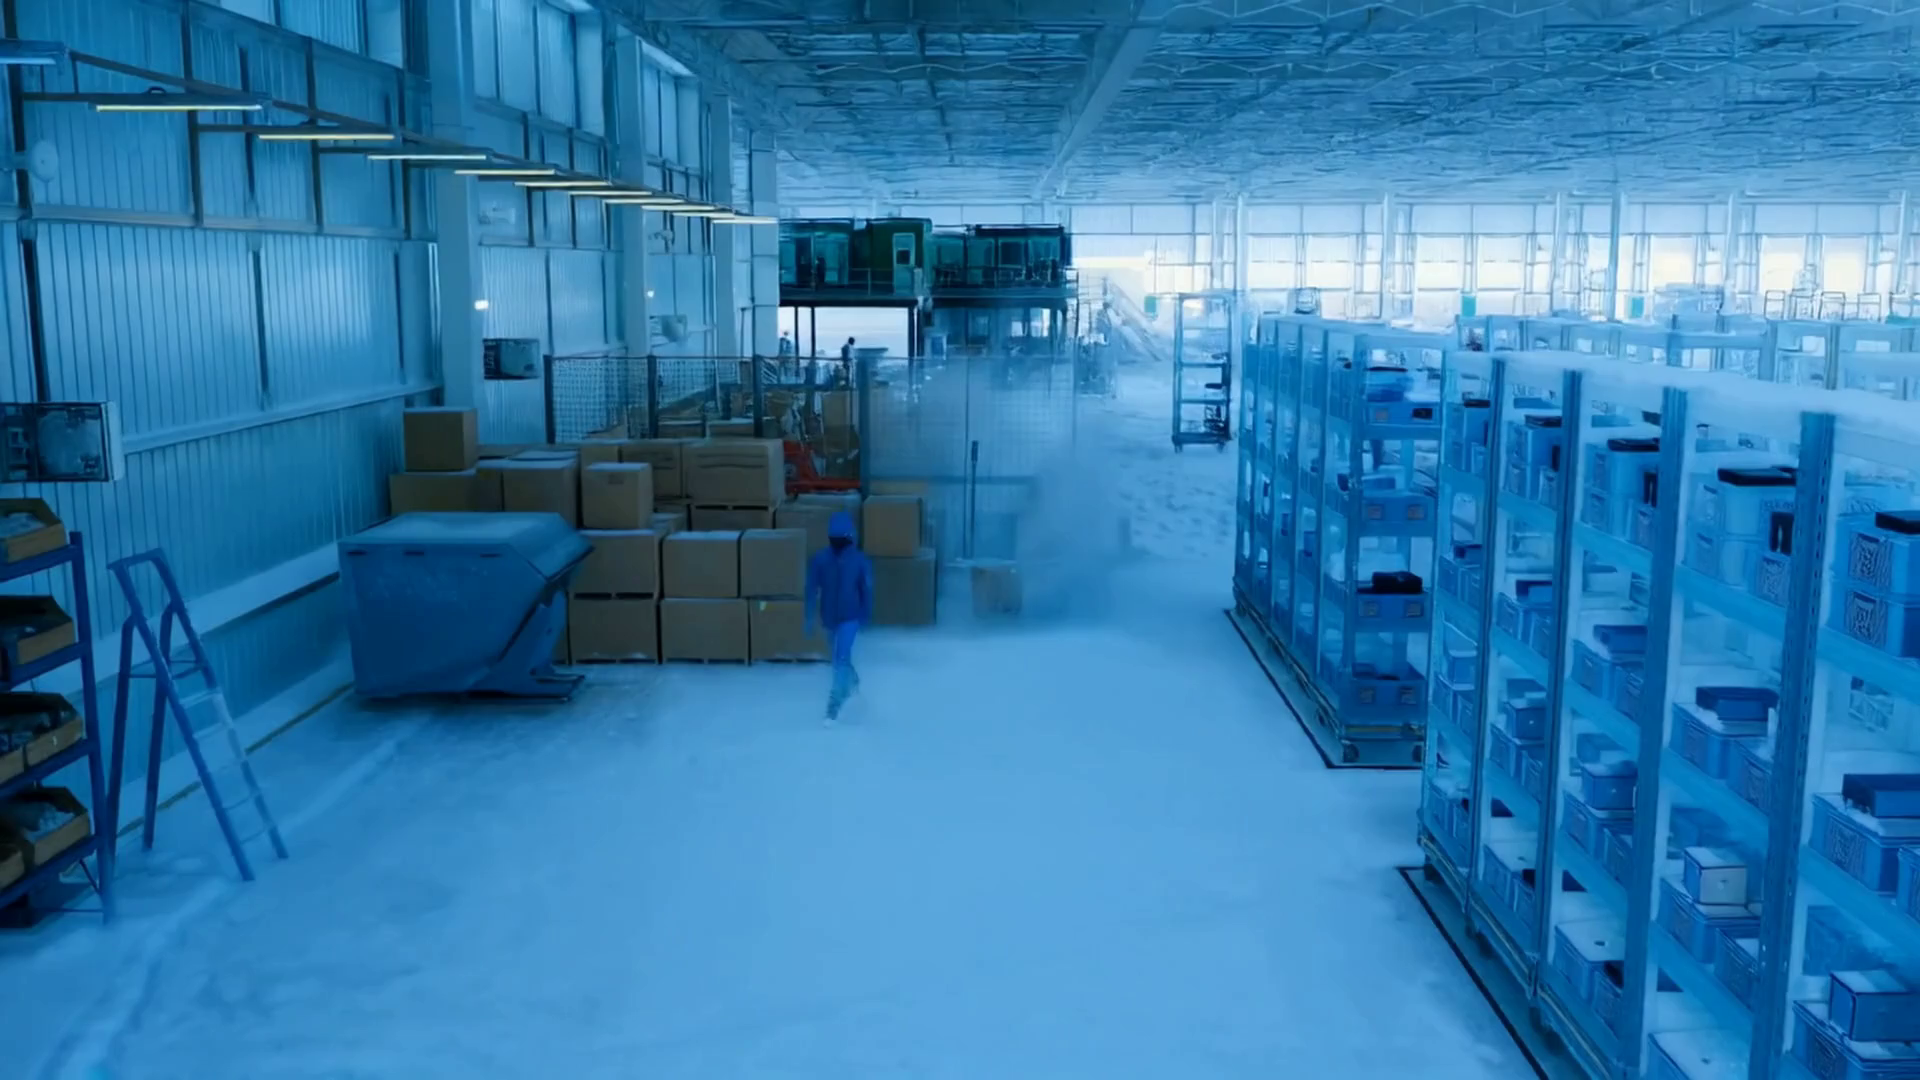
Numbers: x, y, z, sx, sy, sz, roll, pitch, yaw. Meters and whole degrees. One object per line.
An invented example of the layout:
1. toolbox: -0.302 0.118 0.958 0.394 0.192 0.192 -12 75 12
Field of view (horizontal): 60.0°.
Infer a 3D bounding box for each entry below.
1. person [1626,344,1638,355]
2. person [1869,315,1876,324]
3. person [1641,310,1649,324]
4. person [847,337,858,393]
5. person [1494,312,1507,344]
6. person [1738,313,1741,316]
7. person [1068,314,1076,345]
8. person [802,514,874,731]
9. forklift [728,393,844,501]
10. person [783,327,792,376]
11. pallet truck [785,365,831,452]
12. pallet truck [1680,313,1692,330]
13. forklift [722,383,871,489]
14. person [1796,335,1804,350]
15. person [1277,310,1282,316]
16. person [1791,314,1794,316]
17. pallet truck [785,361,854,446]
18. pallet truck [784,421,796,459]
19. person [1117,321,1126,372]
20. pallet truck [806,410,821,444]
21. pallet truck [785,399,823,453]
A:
1. person: 25.002 -6.981 62.212 0.988 2.000 0.708 2 9 14
2. person: 49.121 -11.263 89.543 0.295 1.744 0.484 0 9 1
3. person: 36.680 -11.319 89.128 0.387 1.989 0.608 0 9 1
4. person: -3.617 -5.858 55.772 0.356 1.883 0.573 0 9 1
5. person: 29.094 -11.345 89.694 1.030 1.869 0.570 5 10 26
6. person: 40.981 -11.010 87.591 0.329 1.872 0.508 0 9 1
7. person: 6.076 -11.546 91.301 0.870 1.723 0.553 -4 10 -24
8. person: -1.078 0.694 15.210 0.595 1.940 1.052 4 10 23
9. forklift: -2.979 -1.316 26.476 2.680 1.987 1.157 0 9 1
10. person: -6.710 -7.288 64.441 0.366 1.931 0.542 0 9 1
11. pallet truck: -3.774 -2.976 37.635 1.885 1.965 0.823 1 9 5
12. pallet truck: 36.315 -10.531 84.244 0.823 1.965 1.885 -6 11 -33
13. forklift: -2.893 -1.687 28.729 2.680 1.987 1.157 0 9 -1
14. person: 33.641 -7.530 66.655 0.319 1.696 0.532 0 9 1
15. person: 17.285 -11.492 90.175 0.377 1.995 0.608 0 9 1
16. person: 44.480 -11.166 88.772 0.936 1.794 0.516 6 11 31
17. pallet truck: -3.410 -3.193 38.978 1.885 1.965 0.823 0 9 -1
18. pallet truck: -4.013 -1.793 32.705 1.601 1.201 0.680 0 9 1
19. person: 6.597 -7.878 67.739 0.374 2.044 0.606 0 9 1
20. pallet truck: -3.559 -2.018 33.905 1.522 1.261 0.704 0 9 -1
21. pallet truck: -3.814 -2.432 36.419 1.630 1.274 0.653 0 9 1
